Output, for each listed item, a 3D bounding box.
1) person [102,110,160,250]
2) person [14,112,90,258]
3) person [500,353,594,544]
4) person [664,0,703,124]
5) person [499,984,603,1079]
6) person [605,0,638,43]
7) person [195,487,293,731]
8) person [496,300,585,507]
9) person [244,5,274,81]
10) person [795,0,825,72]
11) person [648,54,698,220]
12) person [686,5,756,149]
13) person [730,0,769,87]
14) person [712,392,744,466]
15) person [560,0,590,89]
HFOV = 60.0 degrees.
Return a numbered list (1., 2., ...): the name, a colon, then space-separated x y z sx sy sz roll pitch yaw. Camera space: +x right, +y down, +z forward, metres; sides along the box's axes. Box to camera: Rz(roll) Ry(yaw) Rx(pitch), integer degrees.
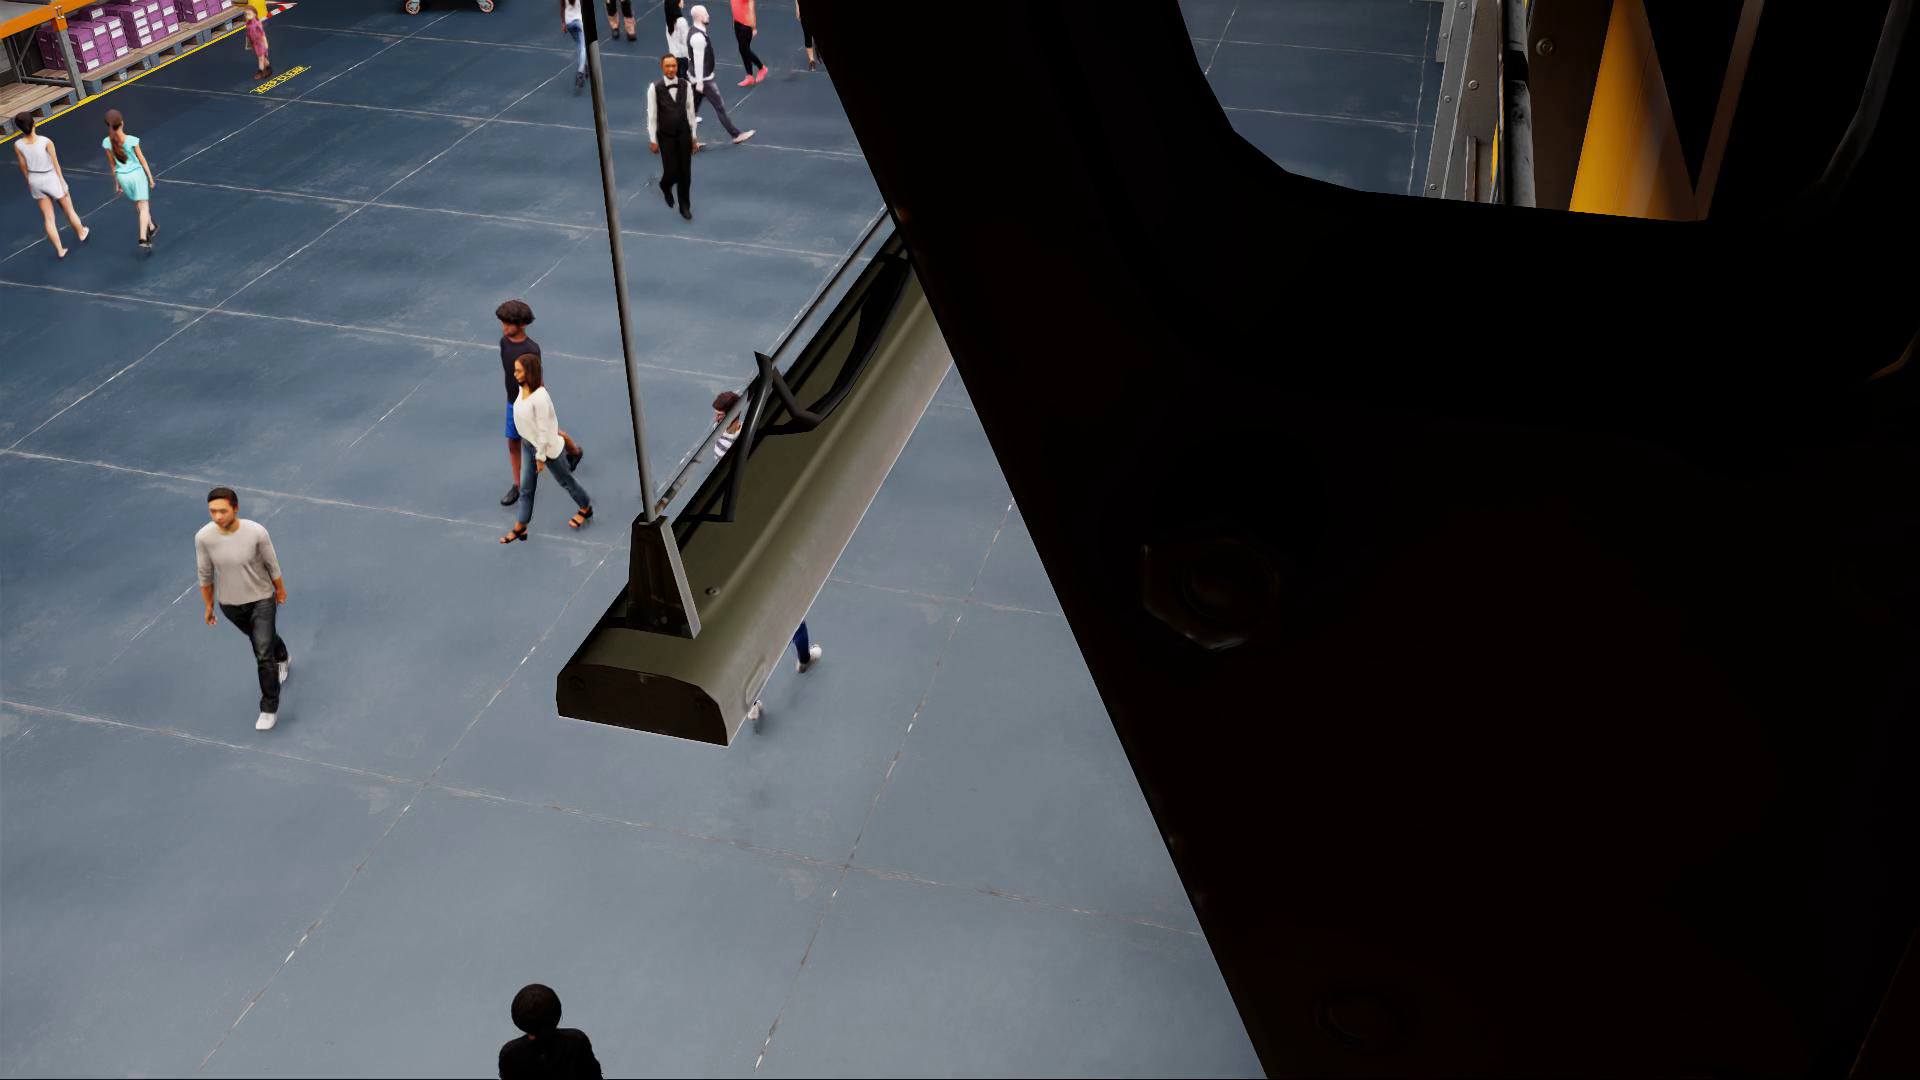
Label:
1. person: -9.108 -3.935 18.290 0.792 1.529 1.092 -2 34 -3
2. person: -9.958 -3.840 18.083 0.813 1.598 0.976 -5 34 -8
3. person: -3.278 -0.752 13.400 1.136 1.639 1.013 -23 40 -31
4. person: -3.657 -6.308 21.705 0.727 1.700 0.701 -25 41 -33
5. person: -1.941 2.826 8.012 0.913 1.645 1.114 -7 34 -10
6. person: -5.148 -8.377 24.648 1.080 1.887 1.241 -9 35 -13
7. person: -4.955 0.363 11.610 0.919 1.764 1.226 -3 34 -4
8. person: -3.555 -1.202 13.962 0.847 1.767 1.227 19 38 26
9. person: -9.847 -7.013 23.392 0.448 1.005 0.671 11 35 16
10. person: -2.122 -7.539 23.544 0.694 1.713 0.764 -5 34 -7
11. person: -3.290 -4.649 19.026 0.946 1.902 1.015 -15 36 -21
12. person: -3.308 -5.726 20.756 1.159 1.780 1.226 -9 35 -13
13. person: -2.880 -7.100 22.910 0.827 1.683 0.766 -21 39 -28
14. person: -1.588 -0.357 12.629 0.787 1.835 0.840 27 42 34
15. person: -5.257 -7.053 22.839 0.681 1.685 1.137 4 34 7
